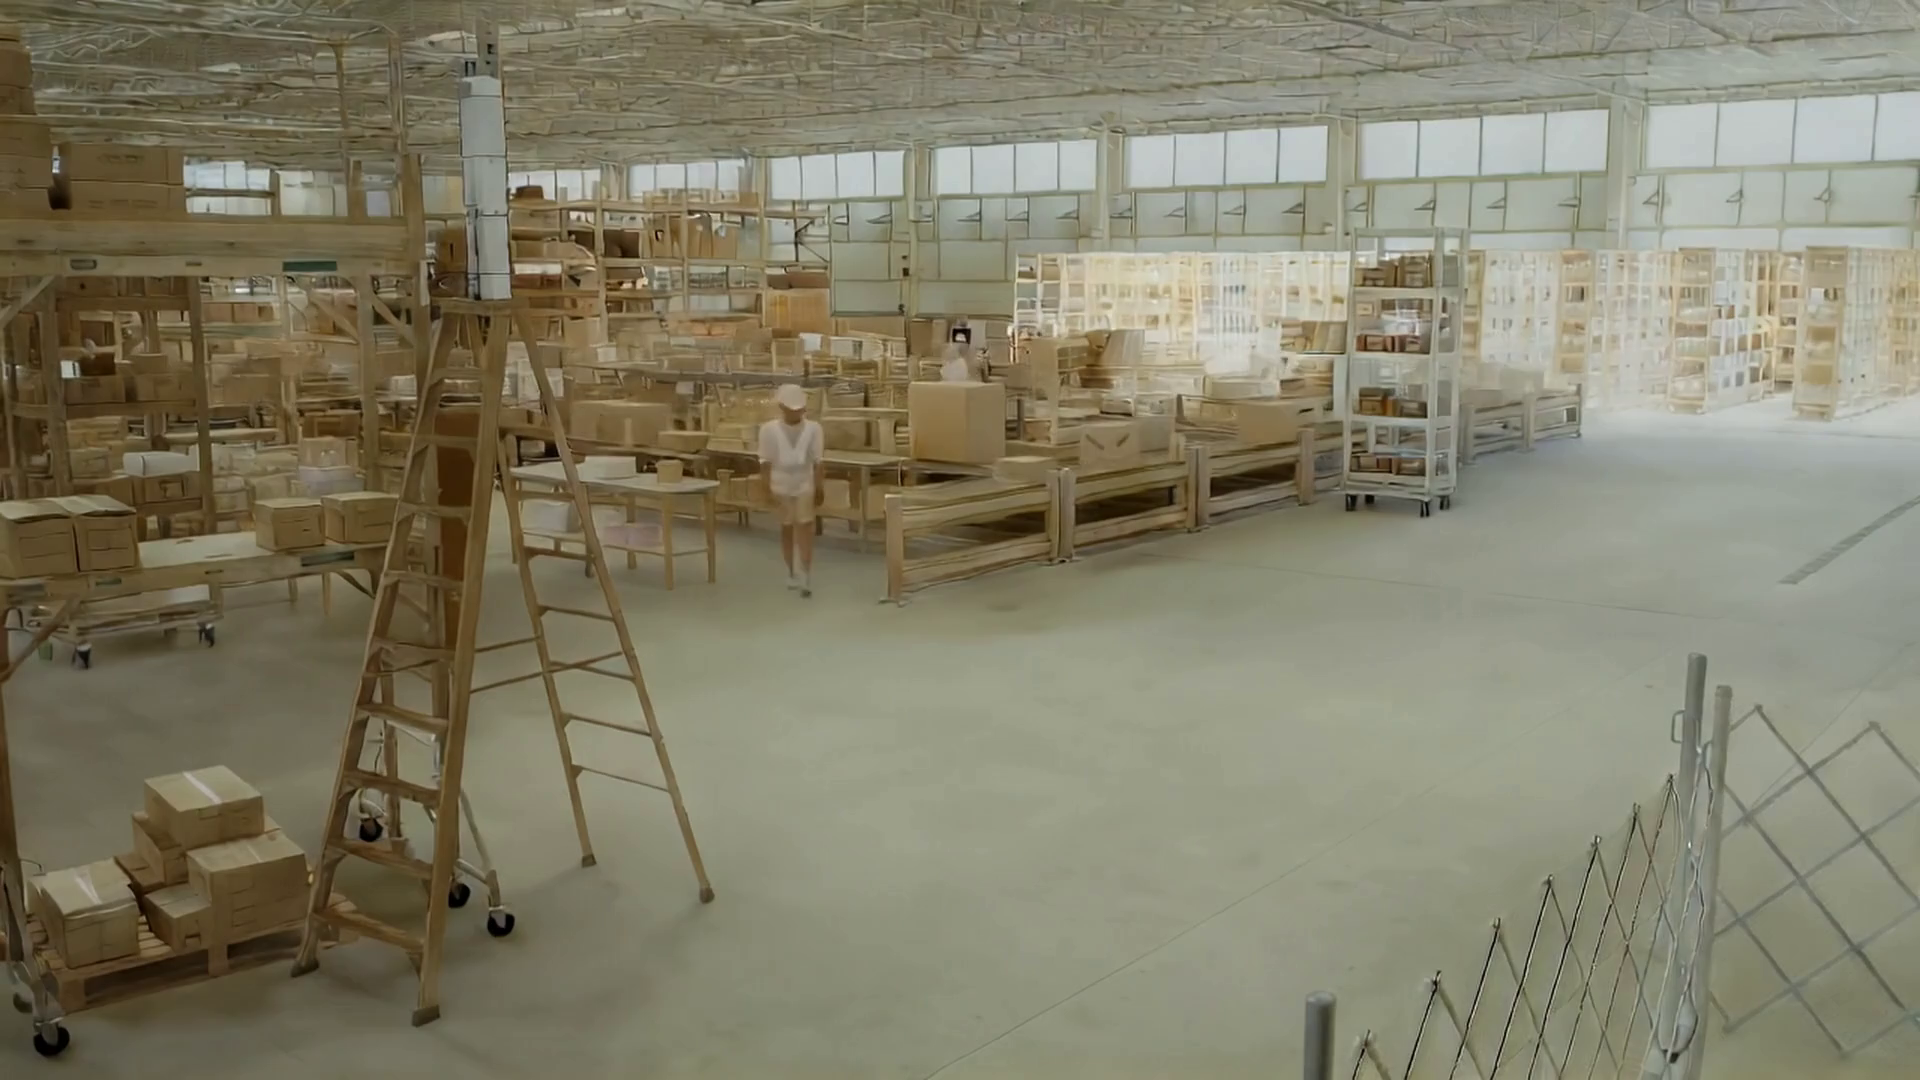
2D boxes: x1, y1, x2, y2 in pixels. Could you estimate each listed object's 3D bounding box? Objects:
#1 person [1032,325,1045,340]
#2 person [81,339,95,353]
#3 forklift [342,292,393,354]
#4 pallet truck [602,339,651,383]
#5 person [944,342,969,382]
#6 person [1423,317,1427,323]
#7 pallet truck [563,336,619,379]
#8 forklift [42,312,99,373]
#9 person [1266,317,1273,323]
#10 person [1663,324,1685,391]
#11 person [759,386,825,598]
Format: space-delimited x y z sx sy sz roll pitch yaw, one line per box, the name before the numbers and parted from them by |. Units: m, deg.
person | 2.046 -4.528 41.800 0.705 1.740 0.556 8 12 39
person | -18.667 -3.488 35.696 0.283 1.634 0.507 2 9 11
forklift | -16.485 -5.622 45.120 1.129 2.768 1.873 7 11 37
pallet truck | -8.991 -4.871 45.351 0.653 1.274 1.630 7 11 37
person | -0.087 -2.466 28.602 0.414 1.870 0.688 -5 10 -27
person | 13.139 -5.397 46.965 0.589 1.837 0.404 1 9 5
pallet truck | -10.690 -5.294 48.215 1.601 1.201 0.680 -5 10 -26
forklift | -23.779 -5.451 44.052 1.873 2.768 1.129 7 11 36
person | 9.077 -5.792 49.103 0.630 1.951 0.994 -8 12 -41
person | 18.447 -4.676 42.536 0.894 1.804 0.593 7 11 37
person | -1.572 -0.455 15.658 0.622 1.978 1.074 -1 9 -6
